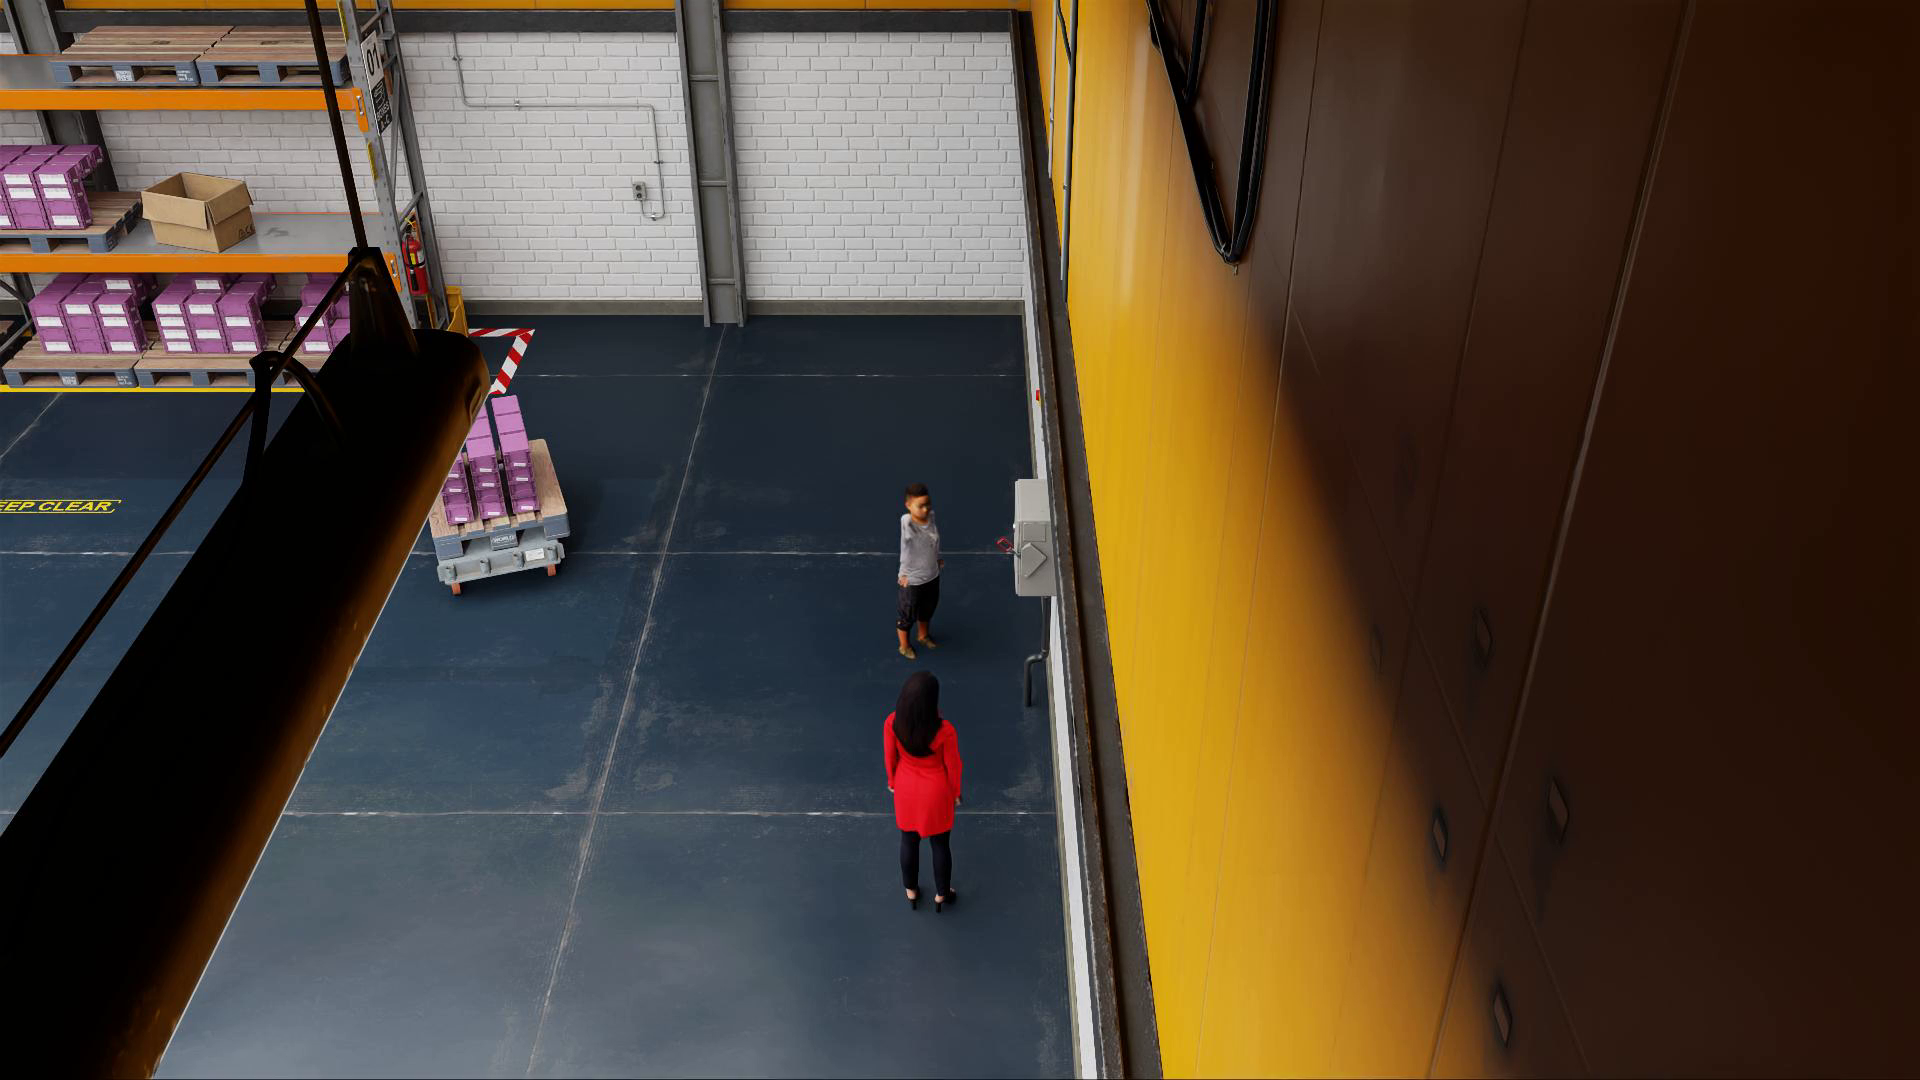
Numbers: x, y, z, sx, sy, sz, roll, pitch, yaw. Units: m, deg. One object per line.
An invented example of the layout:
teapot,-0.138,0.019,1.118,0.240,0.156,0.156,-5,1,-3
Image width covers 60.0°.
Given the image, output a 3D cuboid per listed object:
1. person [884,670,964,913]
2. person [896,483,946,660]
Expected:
person,-0.206,1.462,9.606,0.631,1.747,0.740,8,35,12
person,-0.295,0.174,11.807,0.630,1.455,0.700,-27,42,-34
